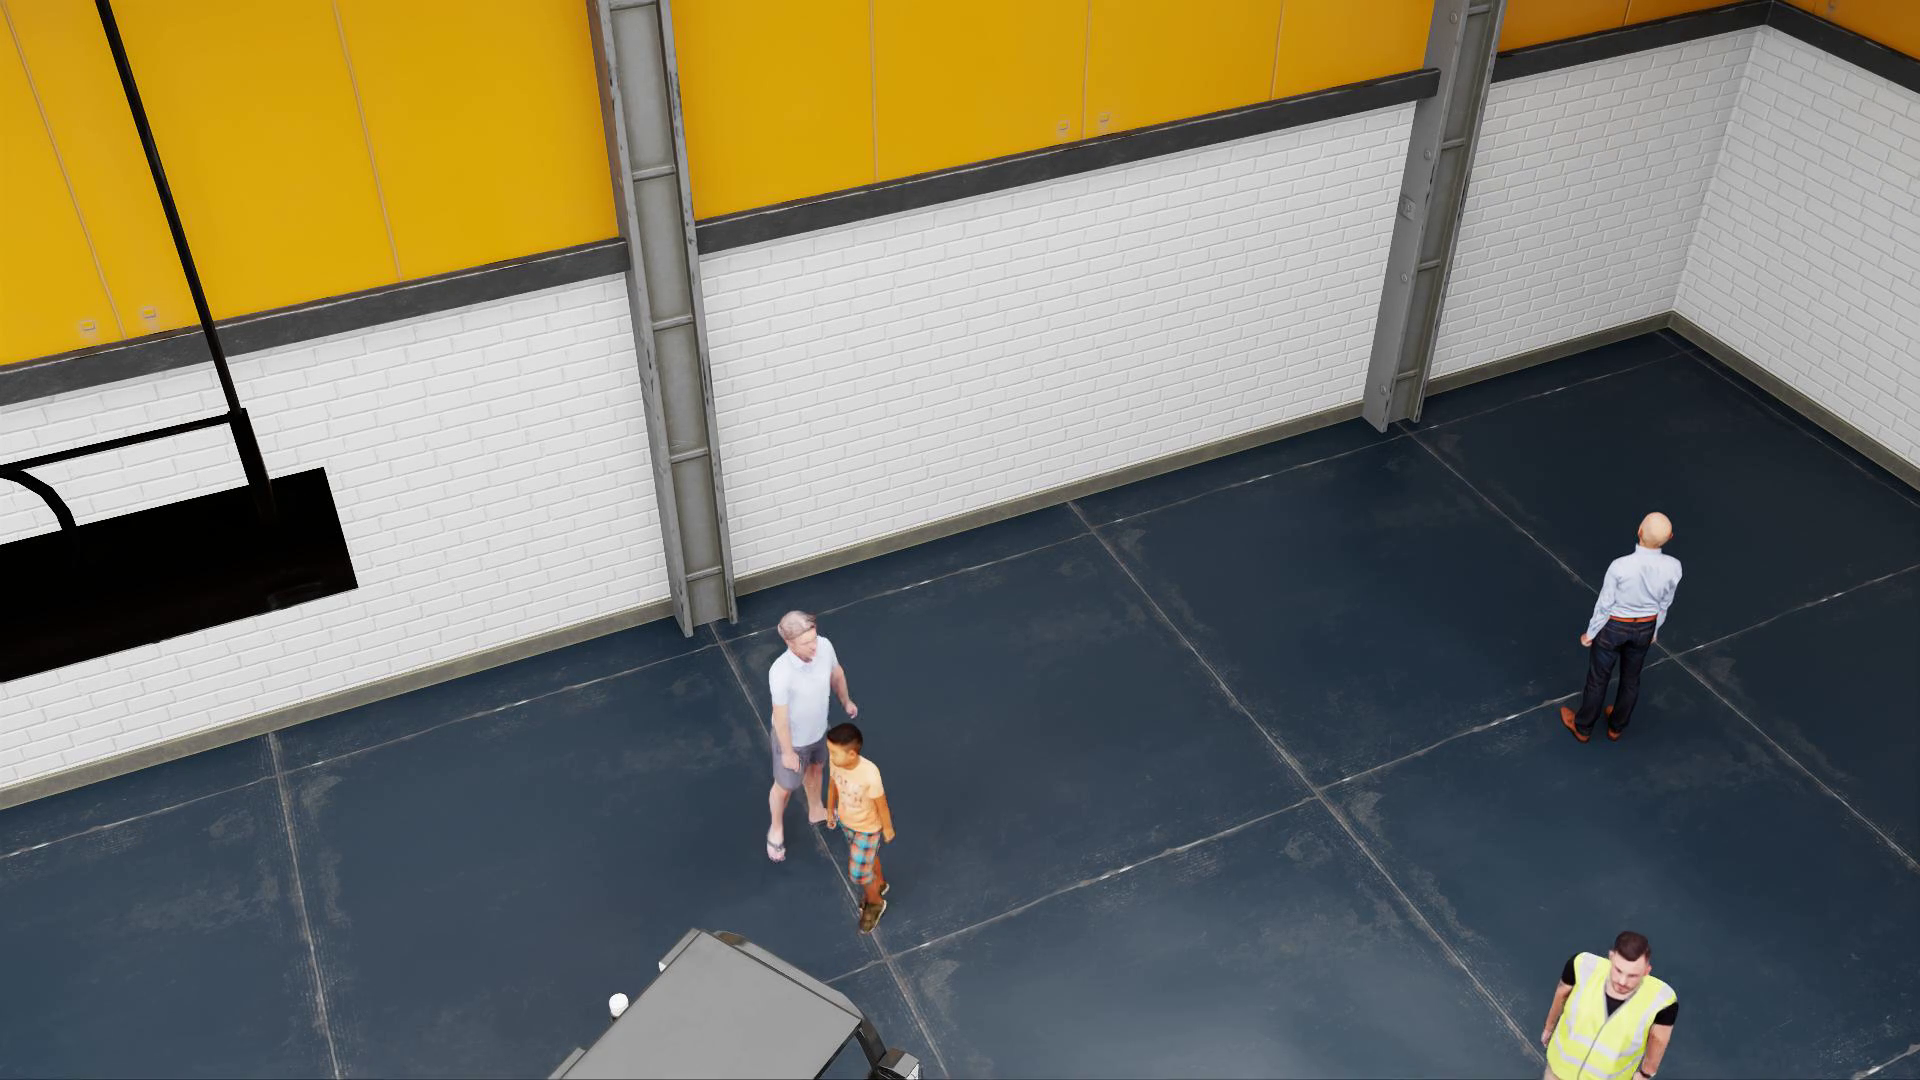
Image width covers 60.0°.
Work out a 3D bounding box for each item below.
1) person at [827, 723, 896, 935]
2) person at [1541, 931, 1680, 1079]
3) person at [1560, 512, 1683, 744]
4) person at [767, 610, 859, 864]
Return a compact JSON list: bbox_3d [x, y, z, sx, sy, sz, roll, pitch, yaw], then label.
[{"bbox_3d":[-0.521,1.564,9.542,0.676,1.450,0.726,24,44,27],"label":"person"},{"bbox_3d":[3.096,2.481,8.091,1.011,1.827,1.147,23,44,26],"label":"person"},{"bbox_3d":[4.200,0.571,10.512,0.656,1.791,0.786,0,39,0],"label":"person"},{"bbox_3d":[-0.948,1.103,9.813,0.994,1.832,0.815,18,42,21],"label":"person"}]
